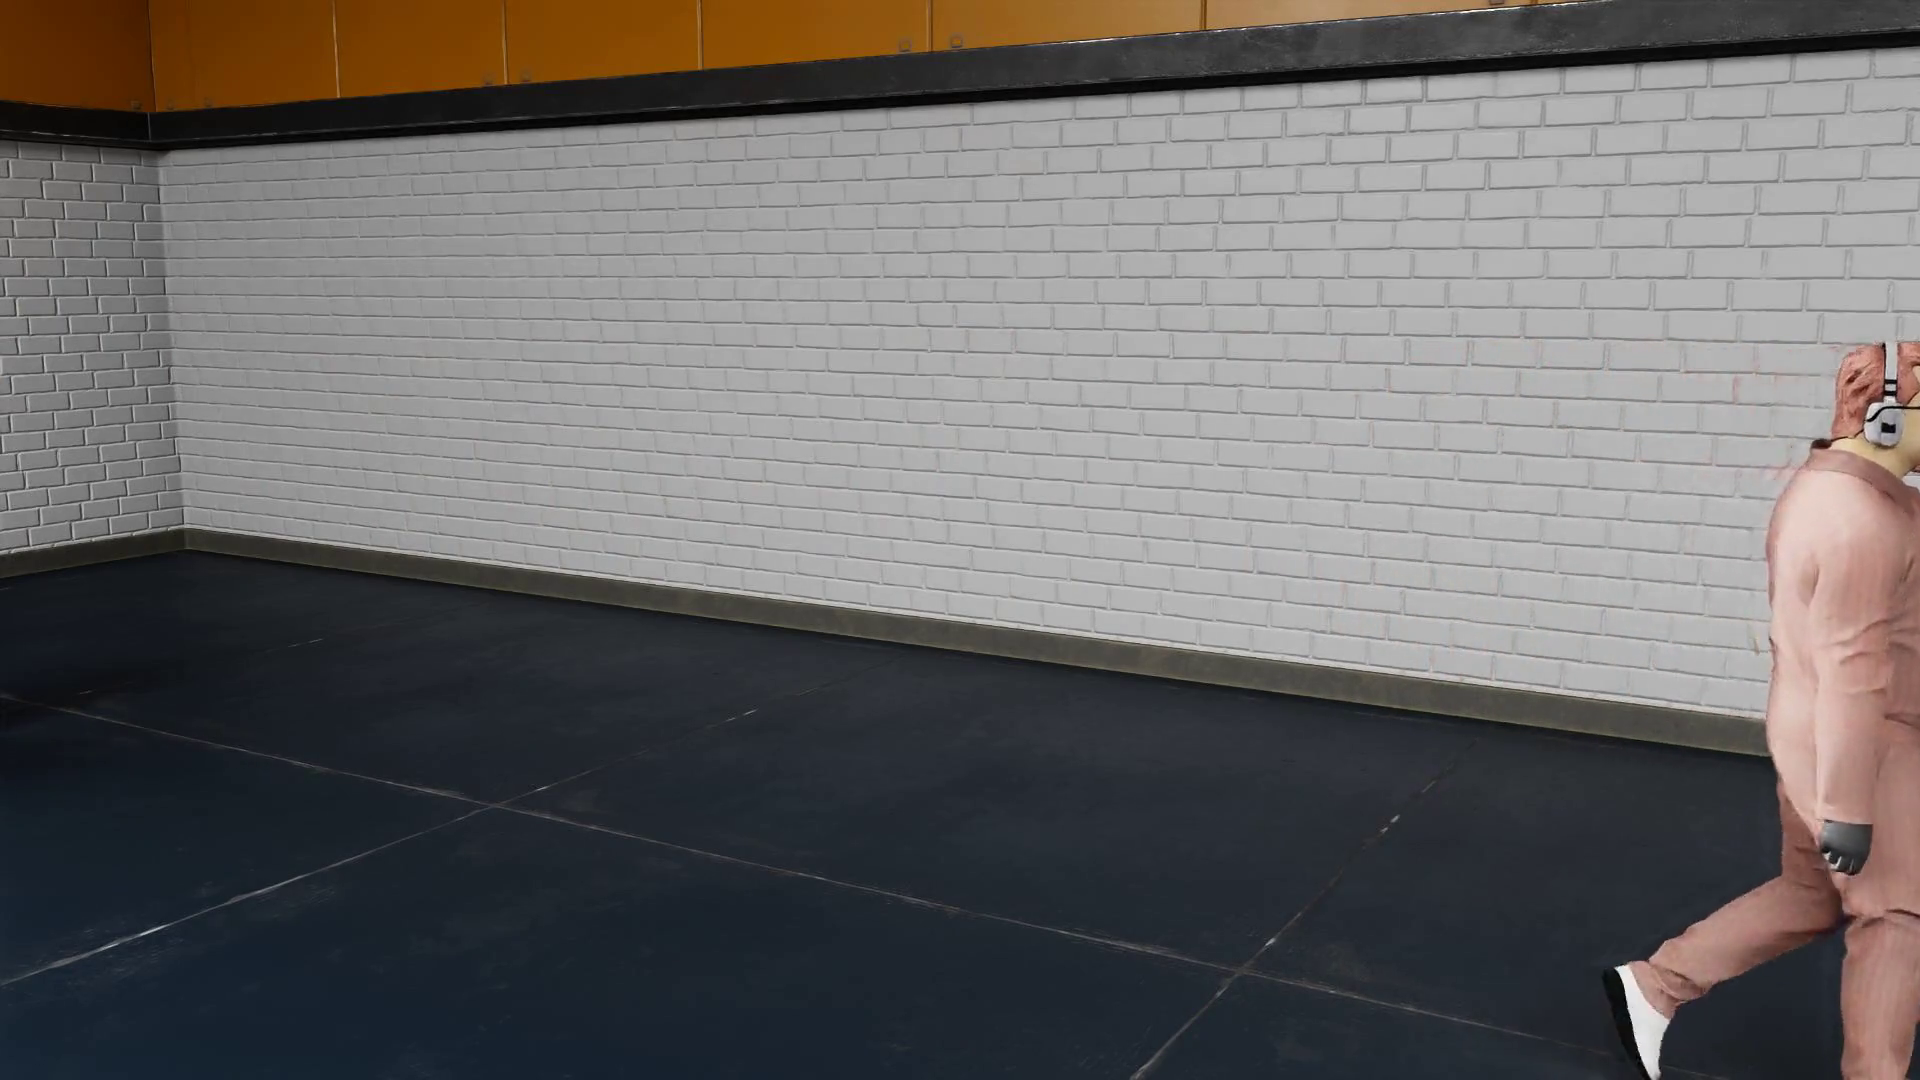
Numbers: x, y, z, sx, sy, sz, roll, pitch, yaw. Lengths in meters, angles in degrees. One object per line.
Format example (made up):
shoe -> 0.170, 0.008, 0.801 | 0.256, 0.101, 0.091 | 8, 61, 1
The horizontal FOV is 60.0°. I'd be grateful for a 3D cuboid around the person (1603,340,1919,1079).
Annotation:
person -> 1.961, 0.482, 3.803 | 0.765, 1.880, 0.651 | 3, 10, 17
